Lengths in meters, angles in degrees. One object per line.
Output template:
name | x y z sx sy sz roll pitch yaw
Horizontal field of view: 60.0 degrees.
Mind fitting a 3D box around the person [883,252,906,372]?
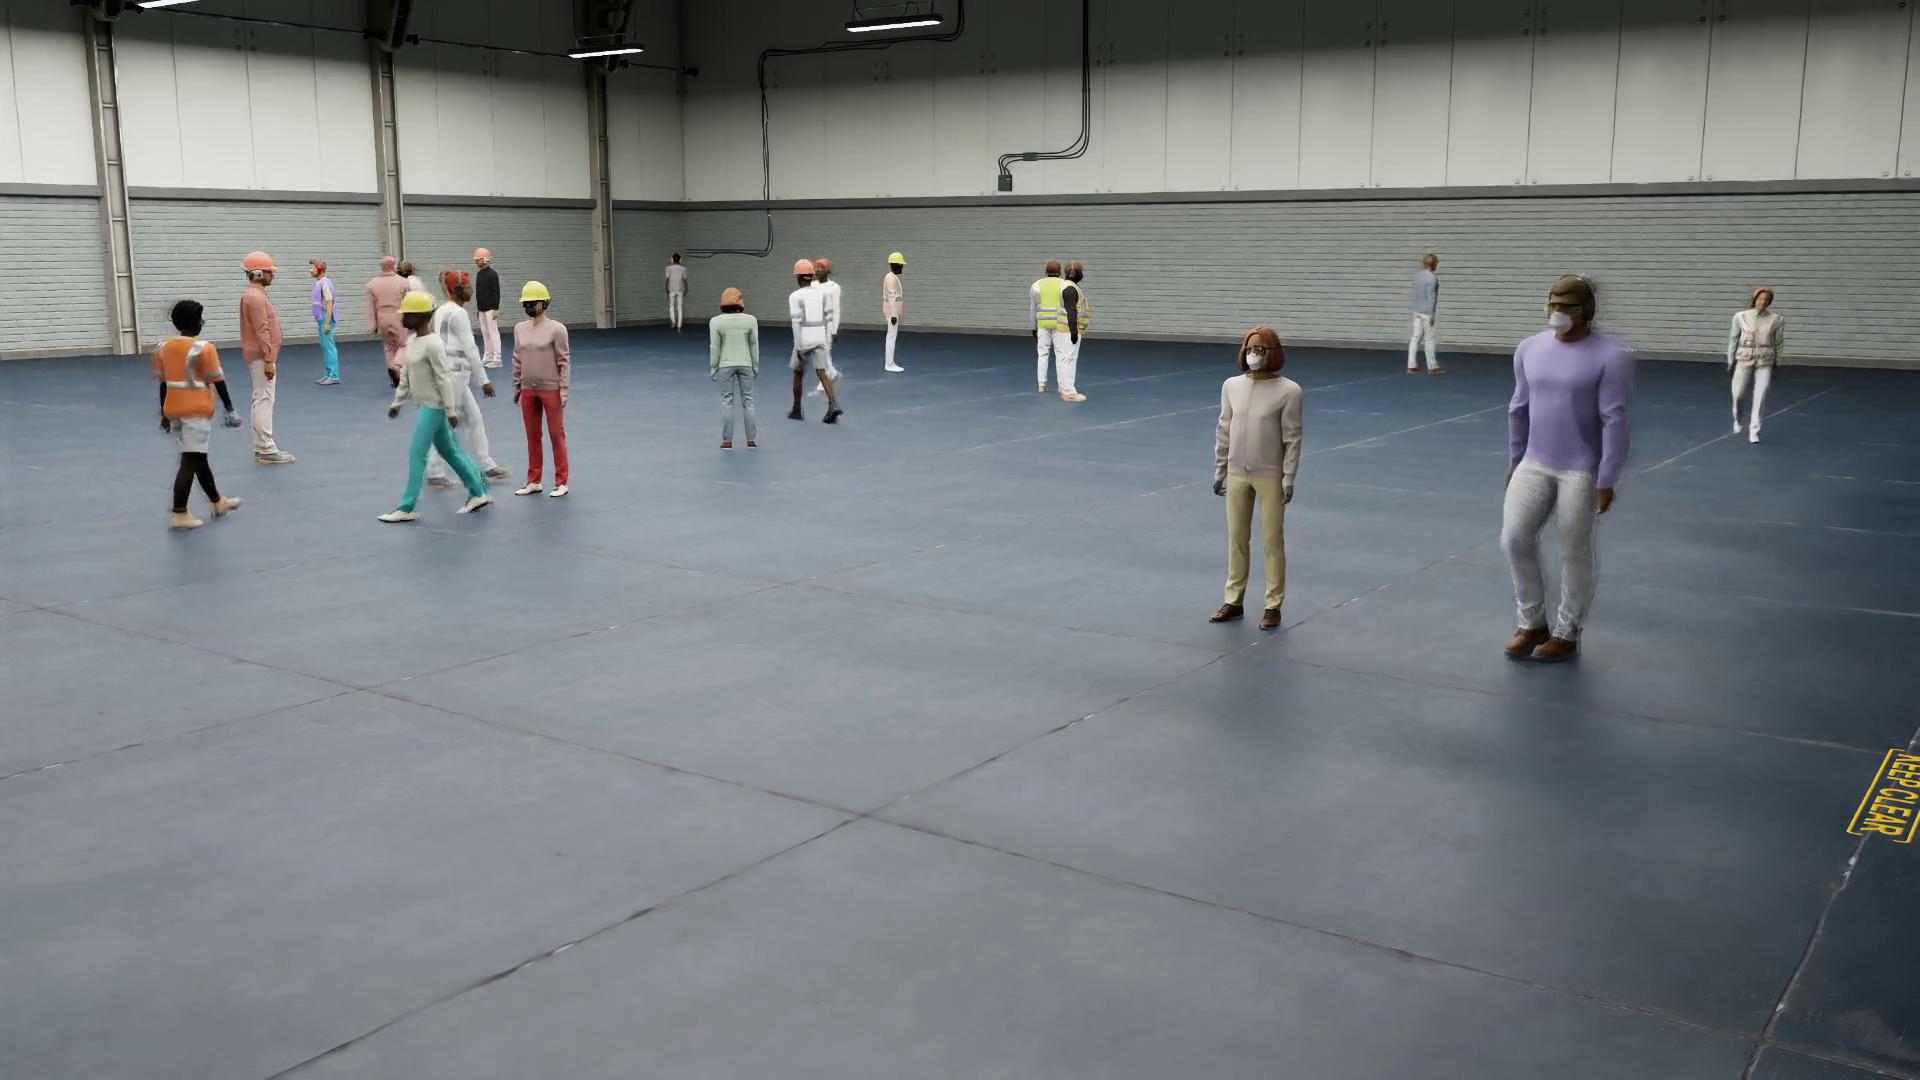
person | -1.058 -3.699 27.030 0.382 1.924 0.594 0 10 -1

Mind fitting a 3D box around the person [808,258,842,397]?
person | -1.829 -2.871 22.539 0.602 1.873 0.554 10 14 44

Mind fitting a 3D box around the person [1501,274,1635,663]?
person | 2.925 -0.328 8.154 0.545 1.921 0.661 -9 13 -40

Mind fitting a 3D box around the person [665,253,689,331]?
person | -6.713 -5.871 39.407 0.566 1.849 0.485 -2 10 -9

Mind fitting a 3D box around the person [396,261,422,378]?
person | -8.413 -3.411 25.754 0.801 1.819 0.638 -1 10 -7

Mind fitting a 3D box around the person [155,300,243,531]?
person | -5.578 -0.928 12.261 0.552 1.662 0.841 5 11 26

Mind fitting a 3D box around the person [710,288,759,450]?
person | -2.274 -1.725 16.792 0.497 1.633 0.279 -3 11 -16

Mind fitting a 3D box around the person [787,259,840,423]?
person | -1.719 -2.313 19.369 0.543 1.903 0.949 -7 12 -34

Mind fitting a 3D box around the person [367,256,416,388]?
person | -8.130 -3.110 23.815 0.659 1.892 0.619 1 10 4

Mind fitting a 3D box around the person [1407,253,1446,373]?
person | 7.514 -3.633 26.682 0.441 1.939 0.630 -2 10 -12

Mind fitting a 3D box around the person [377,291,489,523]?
person | -3.987 -1.013 12.569 0.890 1.730 0.527 -7 12 -34

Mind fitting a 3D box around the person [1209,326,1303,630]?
person | 1.603 -0.339 9.019 0.500 1.636 0.285 8 13 37

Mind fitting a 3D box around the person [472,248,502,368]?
person | -7.944 -3.887 27.889 0.396 1.992 0.623 -10 14 -43

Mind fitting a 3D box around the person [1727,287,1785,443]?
person | 8.332 -1.840 17.430 0.535 1.622 0.507 4 11 21

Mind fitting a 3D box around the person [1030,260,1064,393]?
person | 1.301 -2.972 23.198 0.633 1.842 0.429 3 11 17

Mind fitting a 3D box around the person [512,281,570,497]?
person | -3.451 -1.233 13.664 0.533 1.768 0.310 4 11 20

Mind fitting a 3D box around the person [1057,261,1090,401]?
person | 1.495 -2.760 22.004 0.429 1.846 0.627 0 10 -1

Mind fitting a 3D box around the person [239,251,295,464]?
person | -6.594 -1.721 15.751 0.376 1.997 0.612 -6 12 -29

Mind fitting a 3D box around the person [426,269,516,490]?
person | -4.178 -1.358 14.141 0.899 1.845 0.591 -5 11 -26

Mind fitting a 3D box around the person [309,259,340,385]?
person | -9.329 -3.202 24.469 0.387 1.845 0.565 -6 12 -29
